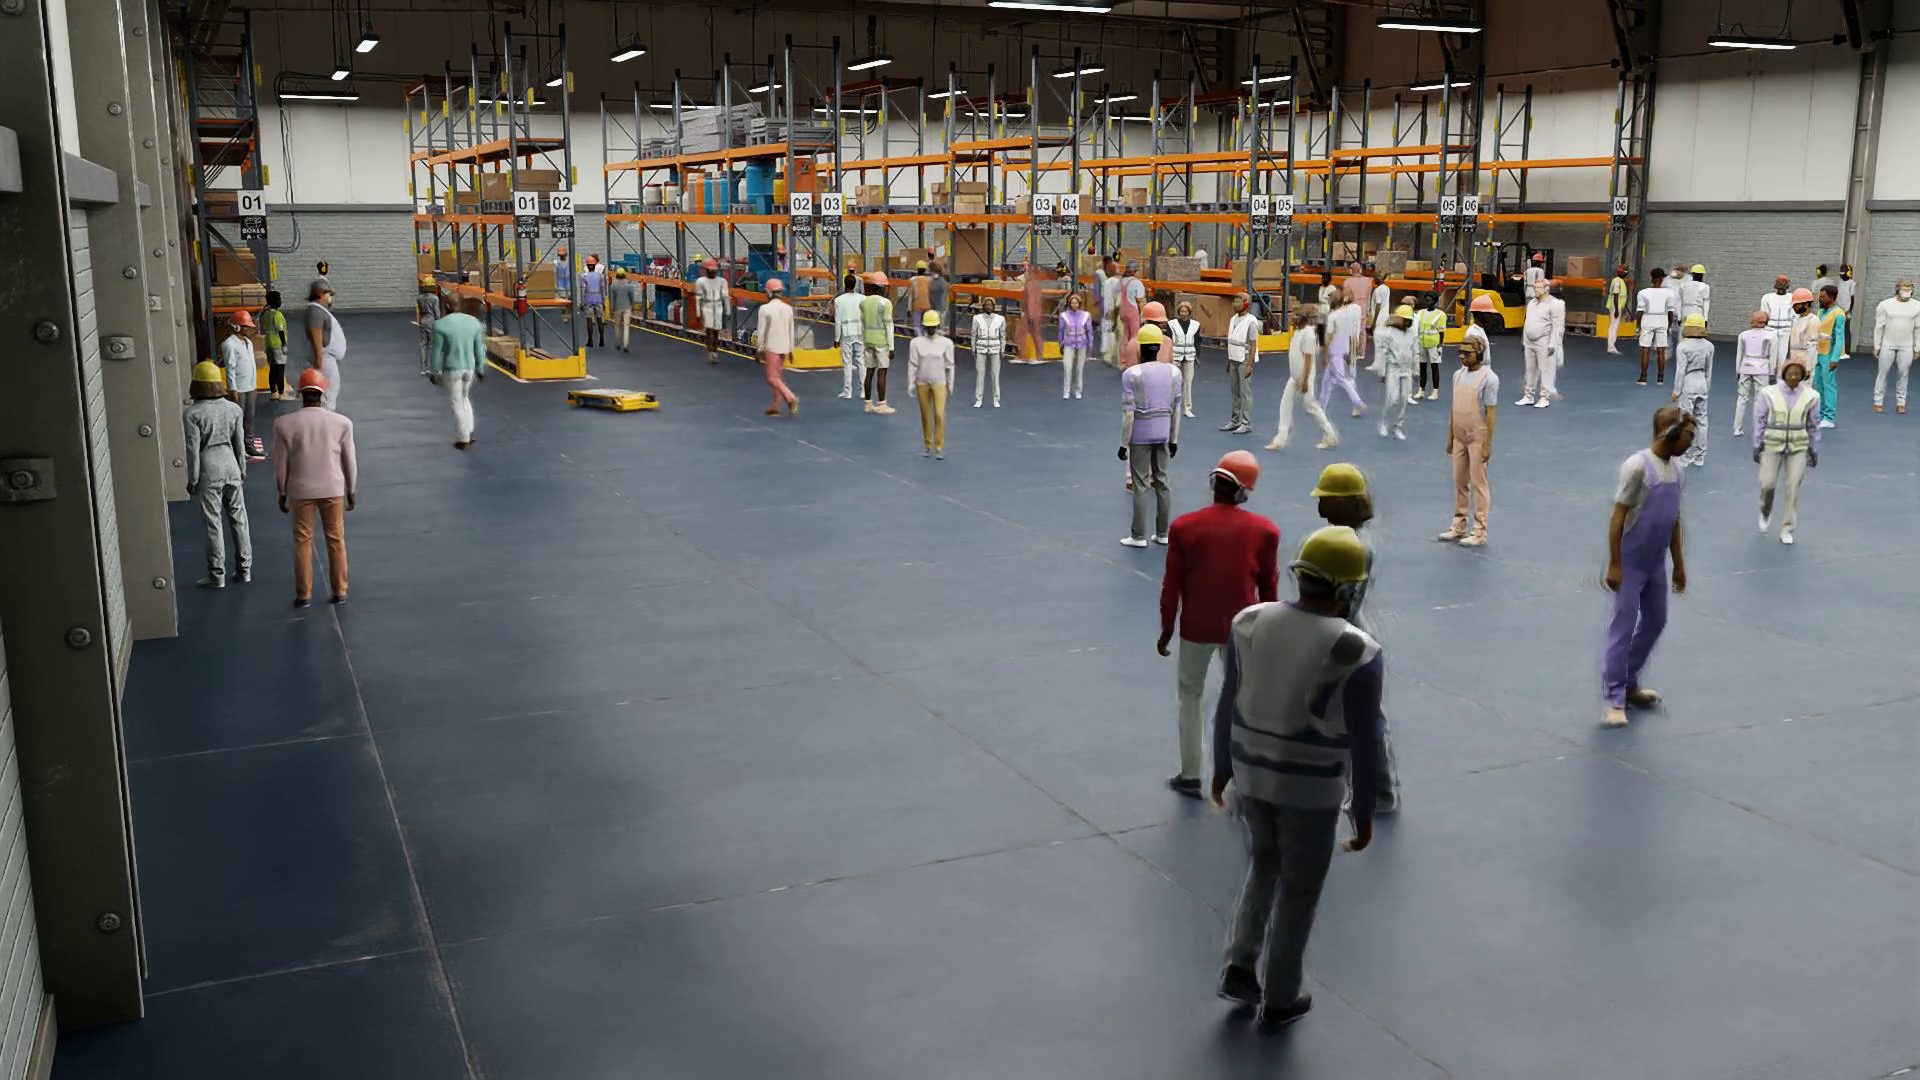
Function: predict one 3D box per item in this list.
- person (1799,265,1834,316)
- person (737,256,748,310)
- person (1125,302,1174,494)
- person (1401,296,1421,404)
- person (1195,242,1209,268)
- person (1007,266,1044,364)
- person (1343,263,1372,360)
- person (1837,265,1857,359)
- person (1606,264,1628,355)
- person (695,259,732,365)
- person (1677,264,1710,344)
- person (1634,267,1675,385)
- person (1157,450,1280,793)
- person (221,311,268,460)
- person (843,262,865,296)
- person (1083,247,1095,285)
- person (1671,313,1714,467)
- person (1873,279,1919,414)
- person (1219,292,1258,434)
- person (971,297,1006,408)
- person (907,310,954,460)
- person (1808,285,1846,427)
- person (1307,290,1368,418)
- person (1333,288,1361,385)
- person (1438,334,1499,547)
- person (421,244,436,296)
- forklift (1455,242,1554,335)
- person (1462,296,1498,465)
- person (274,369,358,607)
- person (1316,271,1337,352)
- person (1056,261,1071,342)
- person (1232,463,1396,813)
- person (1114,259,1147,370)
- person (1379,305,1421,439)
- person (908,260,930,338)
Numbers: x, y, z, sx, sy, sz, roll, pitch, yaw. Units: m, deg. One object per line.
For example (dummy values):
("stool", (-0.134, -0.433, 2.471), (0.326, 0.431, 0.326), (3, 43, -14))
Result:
("person", (17.712, -4.772, 34.366), (0.556, 1.806, 0.978), (-5, 12, -22))
("person", (-6.420, -7.666, 49.607), (0.418, 1.594, 0.540), (-8, 14, -36))
("person", (1.961, -1.447, 17.054), (0.618, 1.982, 0.406), (-8, 14, -35))
("person", (6.719, -2.857, 25.071), (0.514, 1.641, 0.307), (-6, 12, -26))
("person", (8.051, -8.910, 55.155), (0.403, 1.906, 0.651), (-5, 12, -22))
("person", (1.270, -4.287, 31.745), (0.808, 1.867, 0.647), (4, 12, 20))
("person", (7.738, -4.475, 32.627), (0.640, 1.904, 0.401), (-4, 12, -20))
("person", (17.540, -4.526, 33.007), (0.322, 1.861, 0.513), (-1, 11, -5))
("person", (13.392, -4.701, 33.922), (0.394, 1.844, 0.563), (6, 13, 28))
("person", (-4.665, -4.318, 31.587), (0.632, 1.990, 1.039), (-4, 12, -21))
("person", (13.636, -4.155, 30.943), (0.383, 1.924, 0.589), (-9, 14, -39))
("person", (11.662, -3.587, 27.957), (0.608, 1.963, 0.369), (2, 11, 10))
("person", (1.276, 0.414, 8.229), (0.589, 1.722, 0.347), (-1, 11, -3))
("person", (-8.391, -1.812, 19.503), (0.350, 1.743, 0.564), (1, 11, 5))
("person", (-2.446, -5.458, 38.002), (0.567, 1.751, 0.329), (2, 11, 9))
("person", (3.890, -7.770, 49.439), (0.575, 1.880, 0.358), (8, 14, 35))
("person", (8.331, -1.709, 18.974), (0.488, 1.743, 0.317), (-3, 12, -17))
("person", (13.520, -2.787, 23.986), (0.631, 1.932, 0.362), (4, 12, 20))
("person", (3.697, -2.323, 21.823), (0.390, 1.850, 0.565), (-5, 12, -22))
("person", (0.420, -2.785, 24.696), (0.514, 1.645, 0.309), (0, 11, 1))
("person", (-0.355, -1.801, 19.441), (0.531, 1.743, 0.720), (2, 11, 9))
("person", (11.693, -2.476, 22.426), (0.383, 1.918, 0.591), (0, 11, 1))
("person", (5.392, -2.628, 23.513), (0.934, 1.809, 0.515), (9, 14, 39))
("person", (6.494, -3.418, 27.964), (0.494, 1.624, 0.279), (8, 14, 34))
("person", (4.435, -0.865, 14.457), (0.339, 1.838, 0.507), (-5, 12, -25))
("person", (-15.298, -7.527, 47.901), (0.381, 1.994, 0.614), (1, 11, 6))
("forklift", (13.047, -6.049, 39.881), (2.313, 2.155, 1.214), (-5, 12, -23))
("person", (5.931, -1.824, 19.063), (0.359, 1.938, 0.545), (3, 12, 16))
("person", (-4.732, -0.383, 12.244), (0.577, 1.745, 0.358), (-6, 12, -26))
("person", (7.650, -4.739, 34.525), (0.608, 1.680, 0.542), (-6, 13, -28))
("person", (2.183, -4.940, 35.116), (0.325, 1.861, 0.504), (-5, 12, -25))
("person", (1.751, 0.483, 7.929), (0.769, 1.706, 0.503), (-1, 11, -3))
("person", (3.166, -4.106, 30.397), (0.537, 2.000, 0.683), (-9, 14, -38))
("person", (5.614, -2.134, 21.202), (0.484, 1.718, 0.363), (-3, 11, -14))
("person", (-0.784, -4.782, 34.164), (0.594, 1.907, 0.486), (-4, 12, -18))
